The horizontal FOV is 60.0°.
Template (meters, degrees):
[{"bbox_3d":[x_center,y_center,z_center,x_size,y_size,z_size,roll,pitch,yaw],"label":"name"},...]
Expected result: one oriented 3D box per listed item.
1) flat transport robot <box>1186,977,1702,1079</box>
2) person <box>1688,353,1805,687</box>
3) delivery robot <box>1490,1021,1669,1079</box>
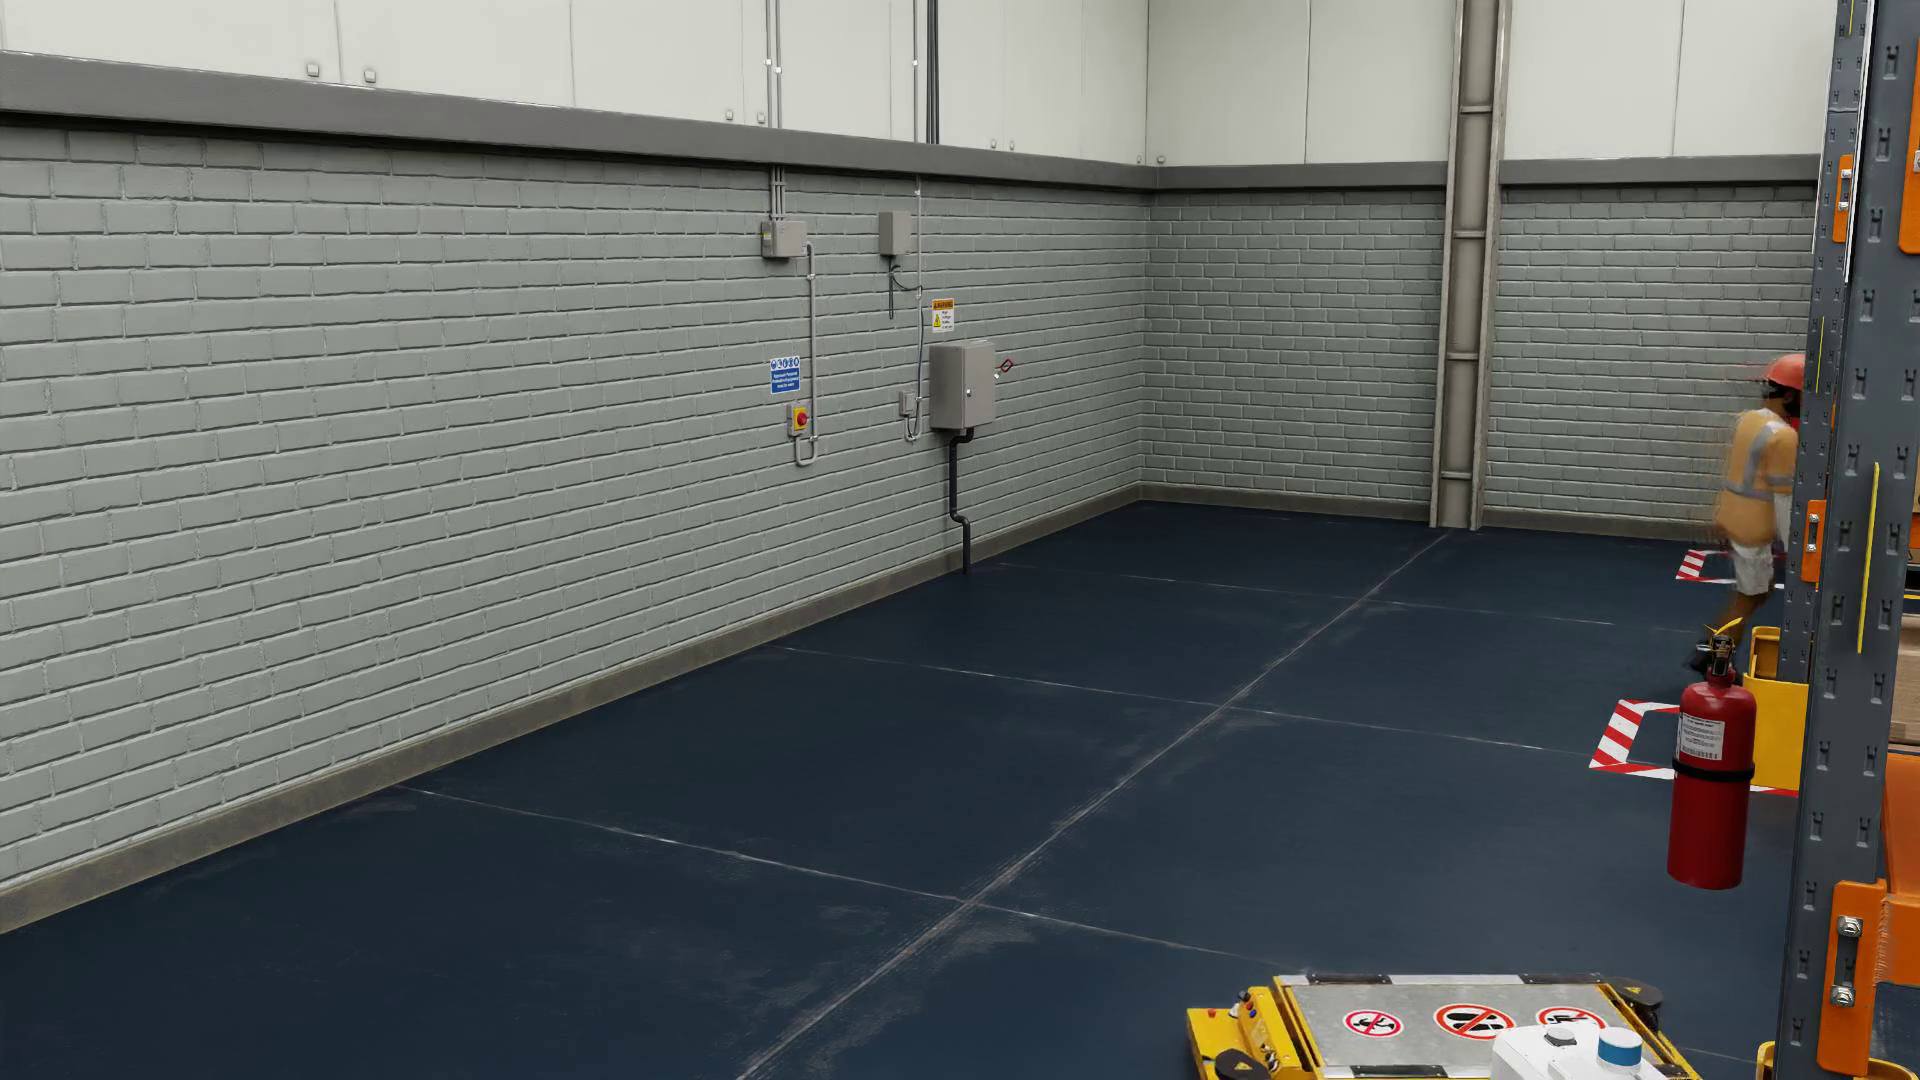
[{"bbox_3d":[1.423,1.504,4.873,1.431,0.197,0.652,0,10,0],"label":"flat transport robot"},{"bbox_3d":[4.318,-0.051,8.925,0.460,1.901,0.586,2,11,8],"label":"person"},{"bbox_3d":[1.621,1.453,4.120,0.477,0.478,0.707,-2,11,-11],"label":"delivery robot"}]
